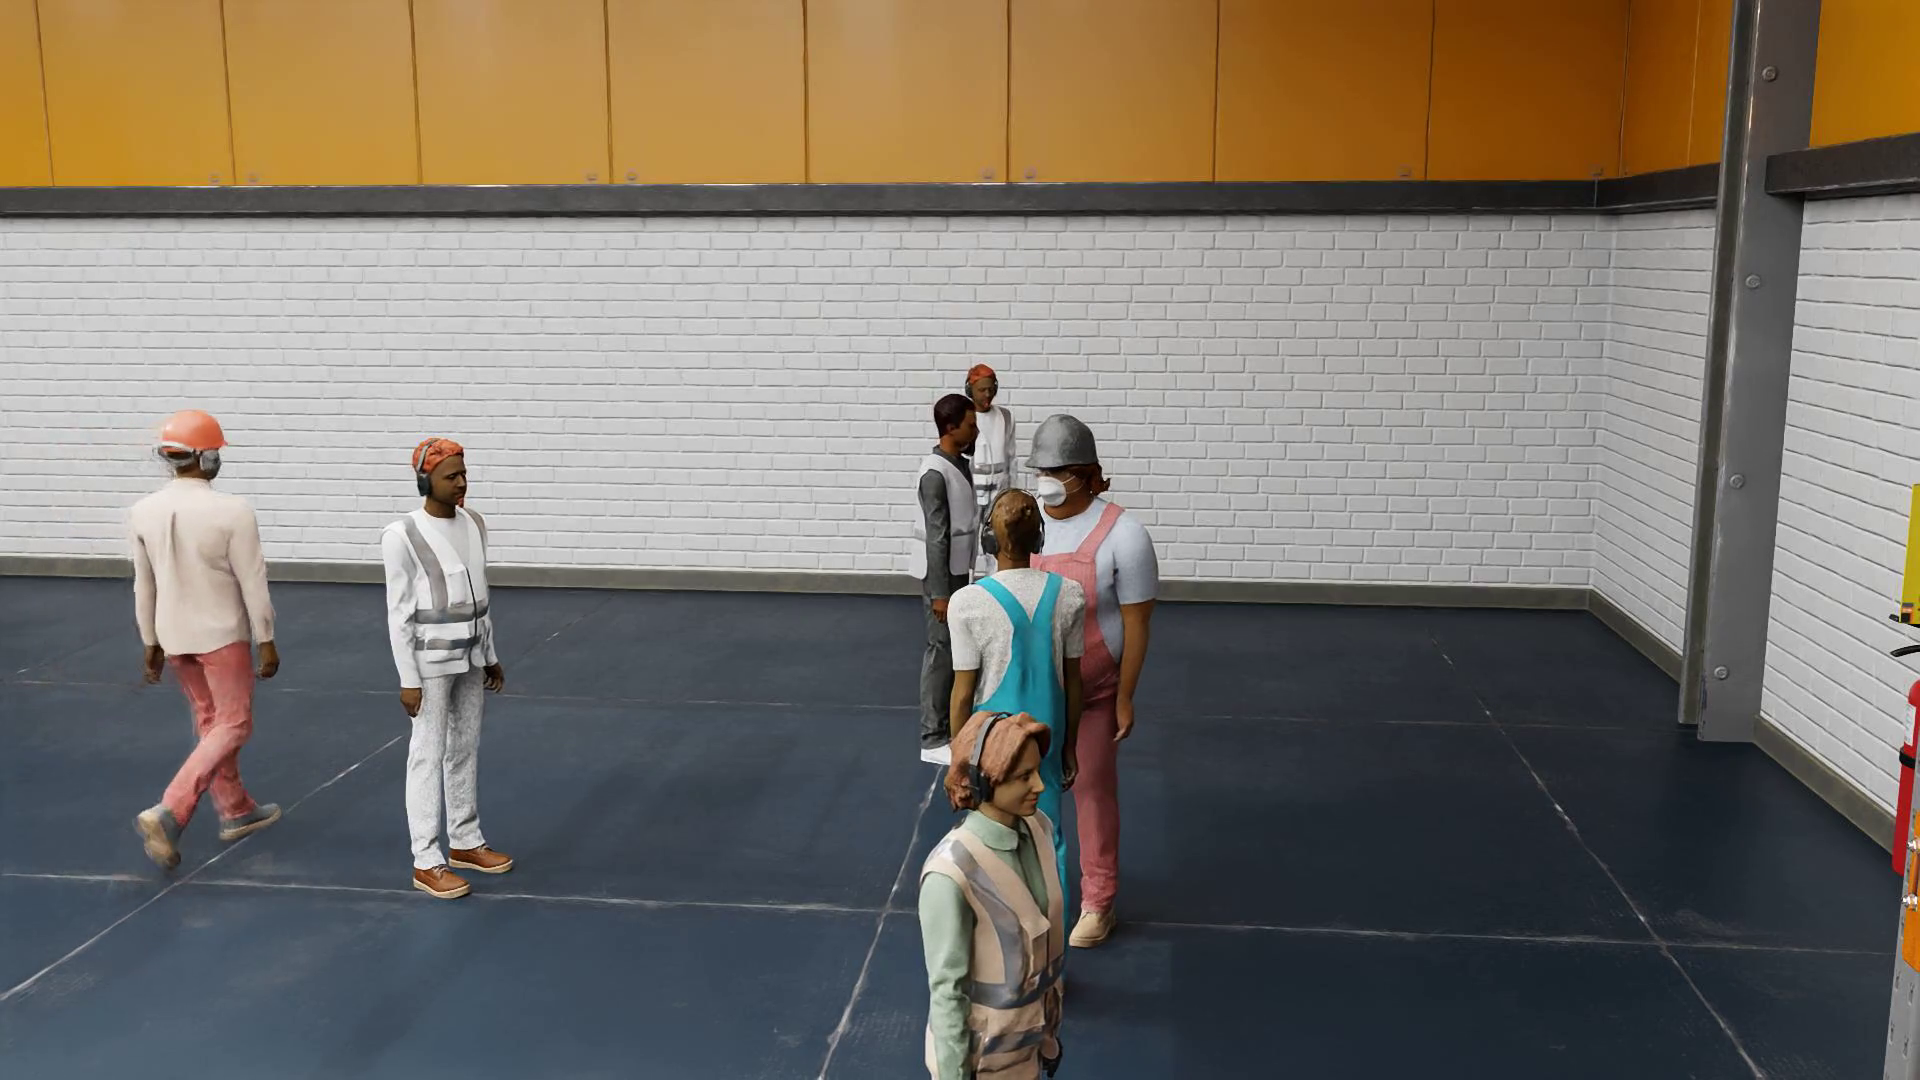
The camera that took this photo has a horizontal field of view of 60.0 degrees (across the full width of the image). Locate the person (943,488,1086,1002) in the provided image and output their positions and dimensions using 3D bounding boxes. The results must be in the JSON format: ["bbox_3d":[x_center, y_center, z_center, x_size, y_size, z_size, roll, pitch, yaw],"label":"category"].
[{"bbox_3d":[0.185,0.734,5.769,0.507,1.846,0.343,-4,11,-23],"label":"person"}]

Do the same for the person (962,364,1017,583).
[{"bbox_3d":[0.140,-0.271,11.438,0.585,1.879,0.355,-6,11,-29],"label":"person"}]

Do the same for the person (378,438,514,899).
[{"bbox_3d":[-2.121,0.518,6.904,0.356,1.883,0.573,4,11,22],"label":"person"}]

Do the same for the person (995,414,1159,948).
[{"bbox_3d":[0.370,0.534,6.352,0.673,2.000,0.535,6,12,32],"label":"person"}]

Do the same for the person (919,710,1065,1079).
[{"bbox_3d":[0.077,1.182,3.790,0.307,1.640,0.518,5,11,26],"label":"person"}]

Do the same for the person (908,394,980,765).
[{"bbox_3d":[-0.067,0.199,8.627,0.377,1.916,0.599,2,10,11],"label":"person"}]

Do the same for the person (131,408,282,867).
[{"bbox_3d":[-3.314,0.418,7.228,0.624,1.974,0.834,3,10,18],"label":"person"}]
